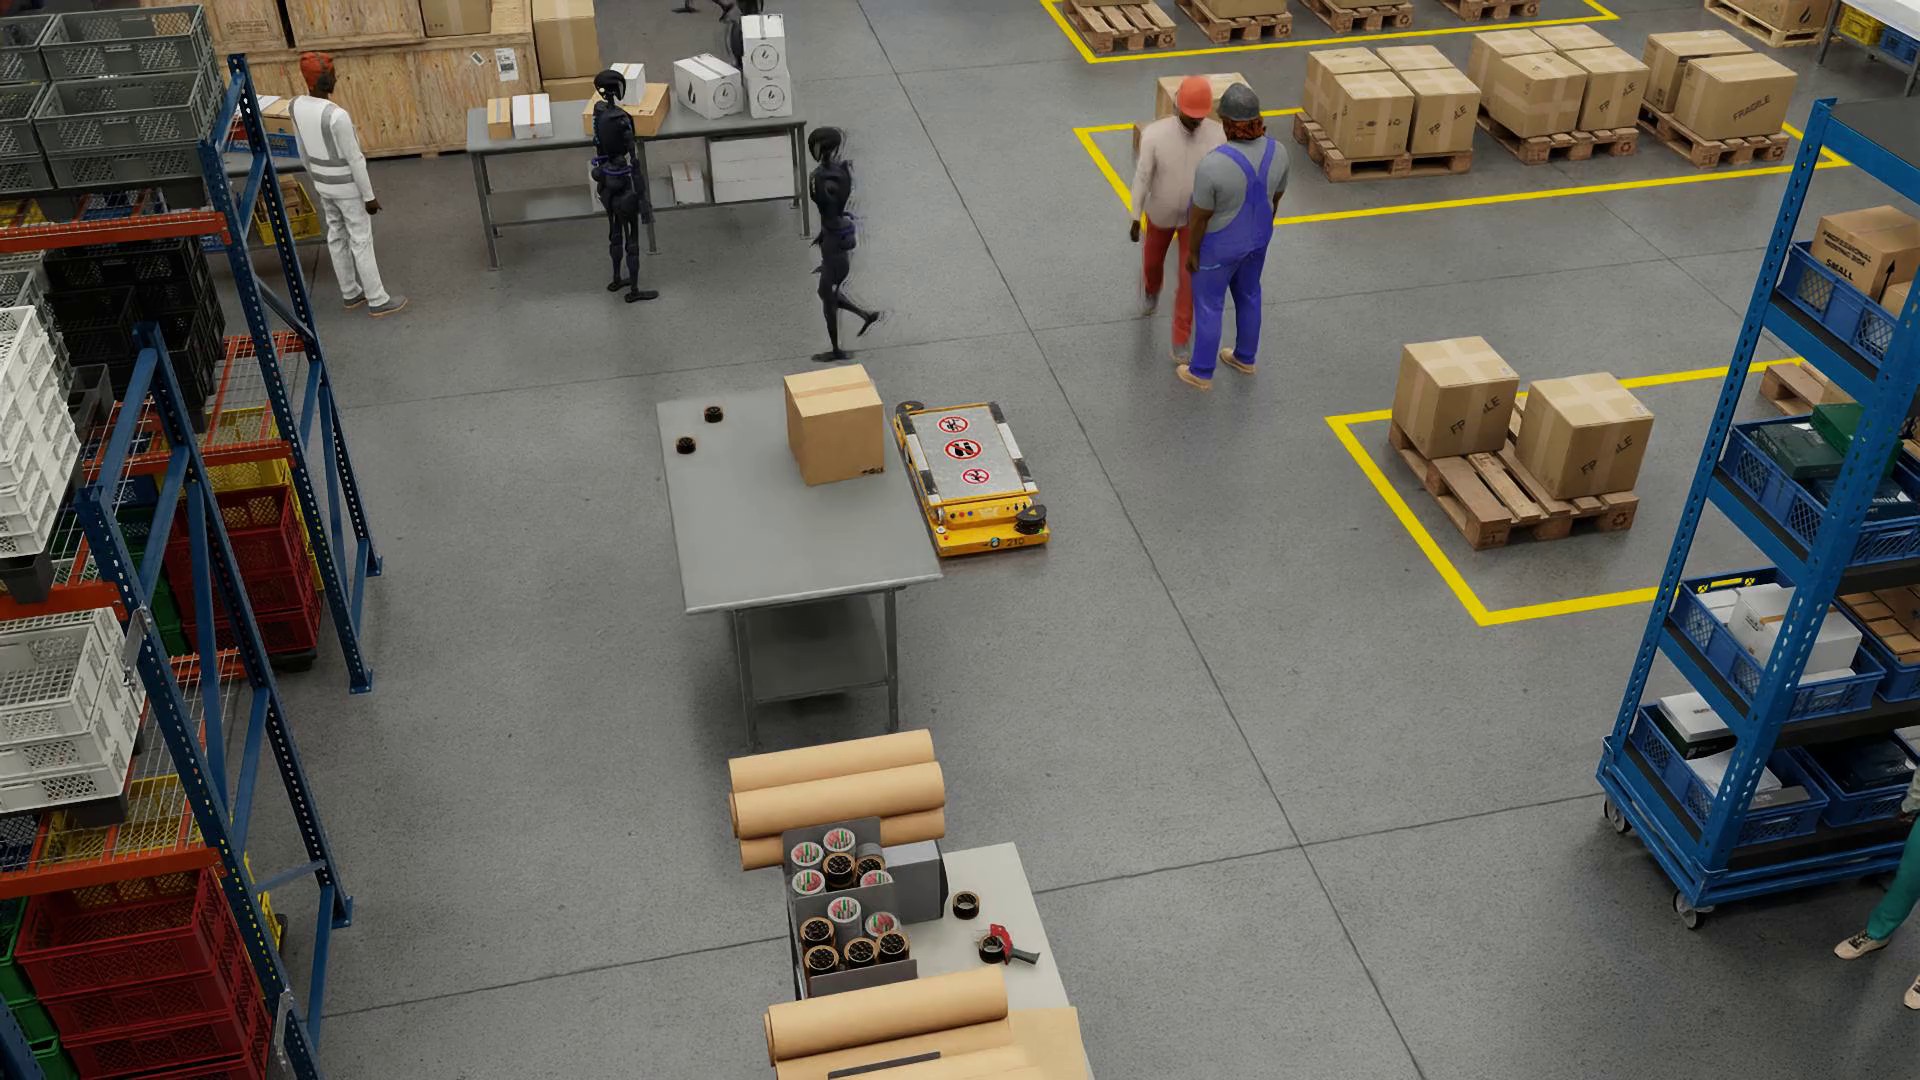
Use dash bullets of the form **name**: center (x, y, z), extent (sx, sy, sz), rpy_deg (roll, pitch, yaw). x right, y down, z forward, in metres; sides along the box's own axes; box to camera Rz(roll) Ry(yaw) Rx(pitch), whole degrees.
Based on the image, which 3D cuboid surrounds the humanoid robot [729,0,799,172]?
- **humanoid robot**: center (-1.650, -3.525, 13.148), extent (0.805, 1.613, 0.560), rpy_deg (-7, 37, -9)

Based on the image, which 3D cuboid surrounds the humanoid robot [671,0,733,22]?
- **humanoid robot**: center (-2.611, -5.987, 16.444), extent (0.634, 1.638, 0.595), rpy_deg (0, 37, 1)

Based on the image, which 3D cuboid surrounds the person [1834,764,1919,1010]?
- **person**: center (4.049, 1.185, 6.706), extent (0.313, 1.767, 0.533), rpy_deg (-21, 42, -26)

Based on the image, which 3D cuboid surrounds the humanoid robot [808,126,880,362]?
- **humanoid robot**: center (-0.808, -1.957, 11.007), extent (0.446, 1.649, 0.596), rpy_deg (-3, 37, -4)

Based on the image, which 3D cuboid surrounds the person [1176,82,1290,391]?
- **person**: center (1.714, -1.964, 10.711), extent (0.683, 2.000, 0.537), rpy_deg (-19, 41, -24)

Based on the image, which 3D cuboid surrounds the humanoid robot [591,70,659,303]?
- **humanoid robot**: center (-2.395, -2.505, 11.729), extent (0.319, 1.657, 0.612), rpy_deg (-25, 43, -30)

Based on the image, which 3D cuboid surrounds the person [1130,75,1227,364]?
- **person**: center (1.457, -2.211, 11.118), extent (0.642, 1.957, 0.945), rpy_deg (1, 37, 1)

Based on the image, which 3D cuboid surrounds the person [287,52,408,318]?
- **person**: center (-4.257, -2.433, 11.469), extent (0.573, 1.887, 0.355), rpy_deg (20, 41, 25)

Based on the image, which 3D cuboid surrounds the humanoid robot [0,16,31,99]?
- **humanoid robot**: center (-7.434, -3.500, 13.087), extent (0.498, 1.646, 0.640), rpy_deg (17, 40, 21)

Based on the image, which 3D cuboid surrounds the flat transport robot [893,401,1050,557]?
- **flat transport robot**: center (0.046, -0.430, 10.108), extent (0.652, 0.197, 1.431), rpy_deg (-8, 37, -10)
